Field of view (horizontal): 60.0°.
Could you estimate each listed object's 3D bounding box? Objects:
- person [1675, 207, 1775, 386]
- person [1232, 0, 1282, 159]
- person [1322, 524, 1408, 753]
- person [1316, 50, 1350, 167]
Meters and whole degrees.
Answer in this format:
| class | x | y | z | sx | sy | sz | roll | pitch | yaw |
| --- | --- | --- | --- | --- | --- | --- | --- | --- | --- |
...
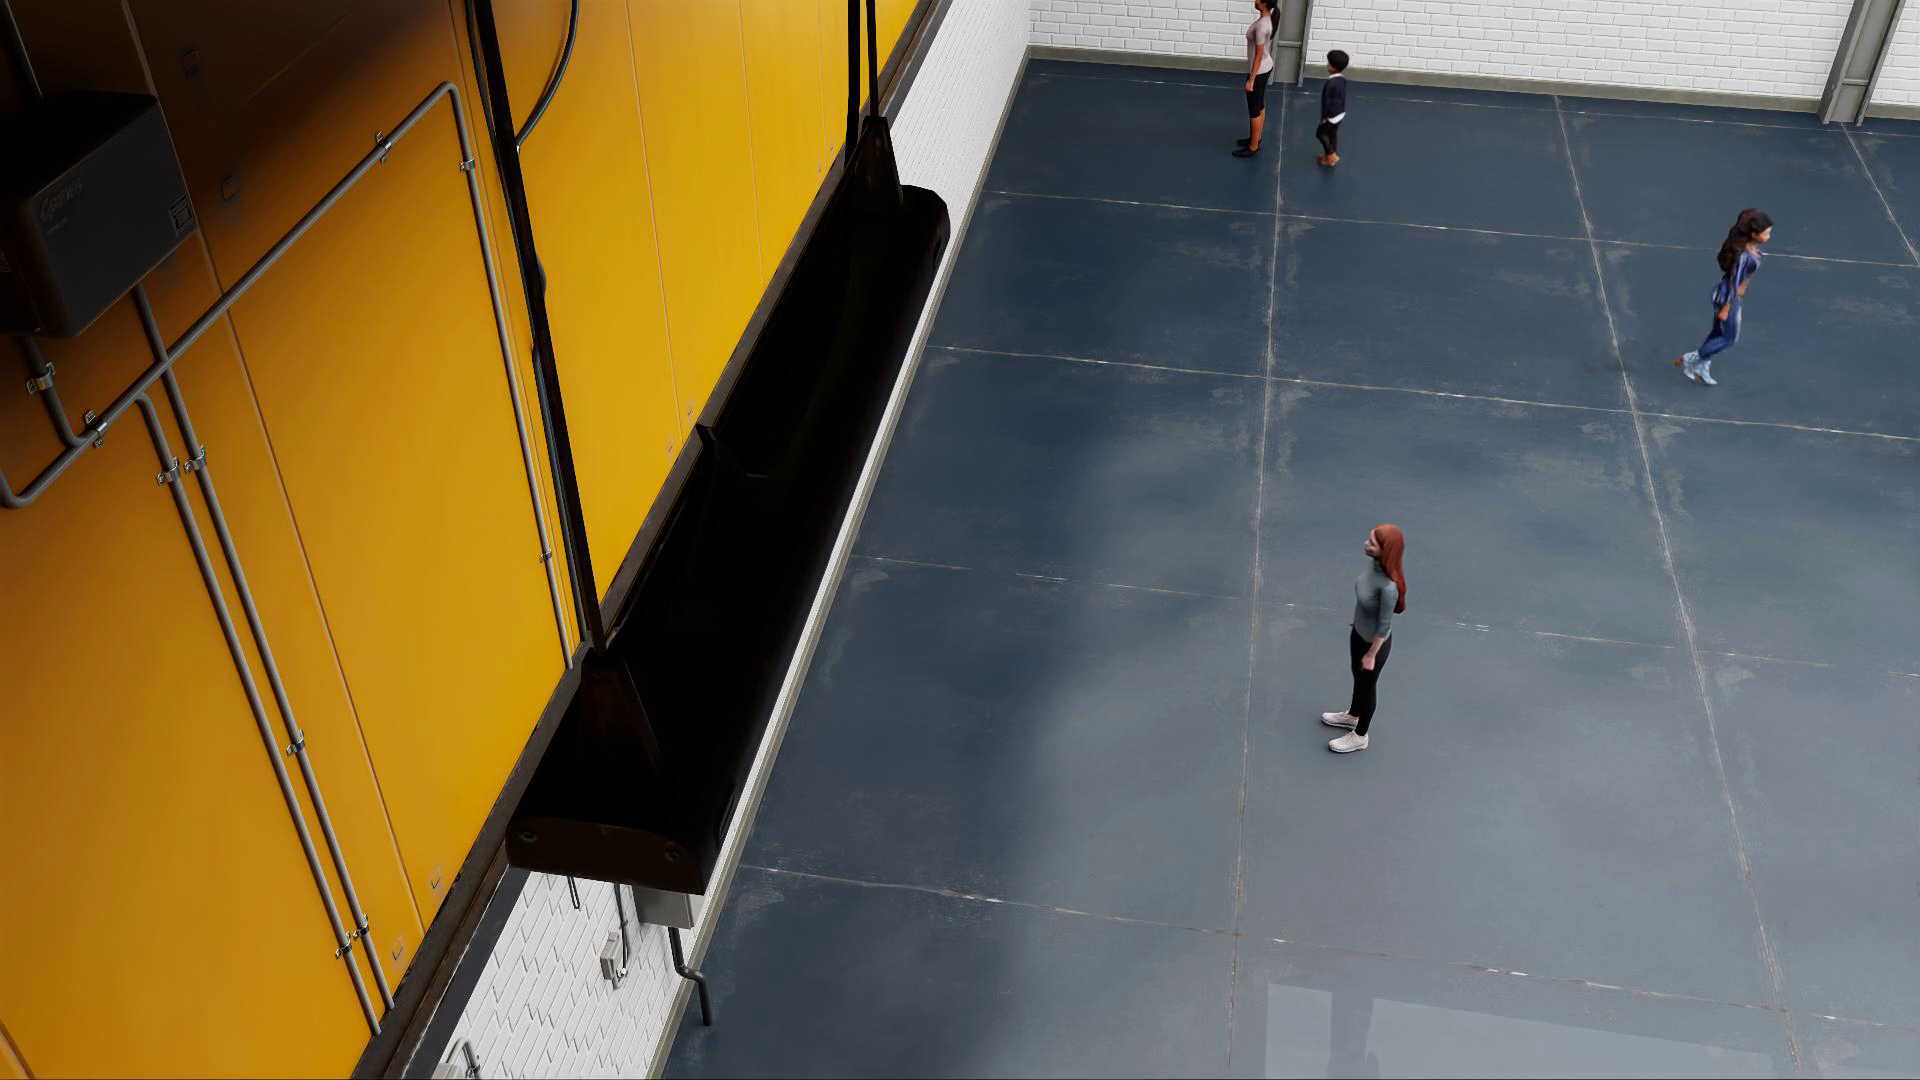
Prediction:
| class | x | y | z | sx | sy | sz | roll | pitch | yaw |
| --- | --- | --- | --- | --- | --- | --- | --- | --- | --- |
| person | 6.217 | -1.984 | 13.629 | 0.705 | 1.613 | 0.689 | 16 | 41 | 19 |
| person | 3.066 | -4.792 | 17.036 | 0.590 | 1.748 | 0.637 | 12 | 40 | 15 |
| person | 2.529 | 0.606 | 10.281 | 0.573 | 1.743 | 0.613 | 1 | 39 | 2 |
| person | 3.838 | -4.368 | 16.935 | 0.627 | 1.211 | 0.682 | -30 | 48 | -32 |
